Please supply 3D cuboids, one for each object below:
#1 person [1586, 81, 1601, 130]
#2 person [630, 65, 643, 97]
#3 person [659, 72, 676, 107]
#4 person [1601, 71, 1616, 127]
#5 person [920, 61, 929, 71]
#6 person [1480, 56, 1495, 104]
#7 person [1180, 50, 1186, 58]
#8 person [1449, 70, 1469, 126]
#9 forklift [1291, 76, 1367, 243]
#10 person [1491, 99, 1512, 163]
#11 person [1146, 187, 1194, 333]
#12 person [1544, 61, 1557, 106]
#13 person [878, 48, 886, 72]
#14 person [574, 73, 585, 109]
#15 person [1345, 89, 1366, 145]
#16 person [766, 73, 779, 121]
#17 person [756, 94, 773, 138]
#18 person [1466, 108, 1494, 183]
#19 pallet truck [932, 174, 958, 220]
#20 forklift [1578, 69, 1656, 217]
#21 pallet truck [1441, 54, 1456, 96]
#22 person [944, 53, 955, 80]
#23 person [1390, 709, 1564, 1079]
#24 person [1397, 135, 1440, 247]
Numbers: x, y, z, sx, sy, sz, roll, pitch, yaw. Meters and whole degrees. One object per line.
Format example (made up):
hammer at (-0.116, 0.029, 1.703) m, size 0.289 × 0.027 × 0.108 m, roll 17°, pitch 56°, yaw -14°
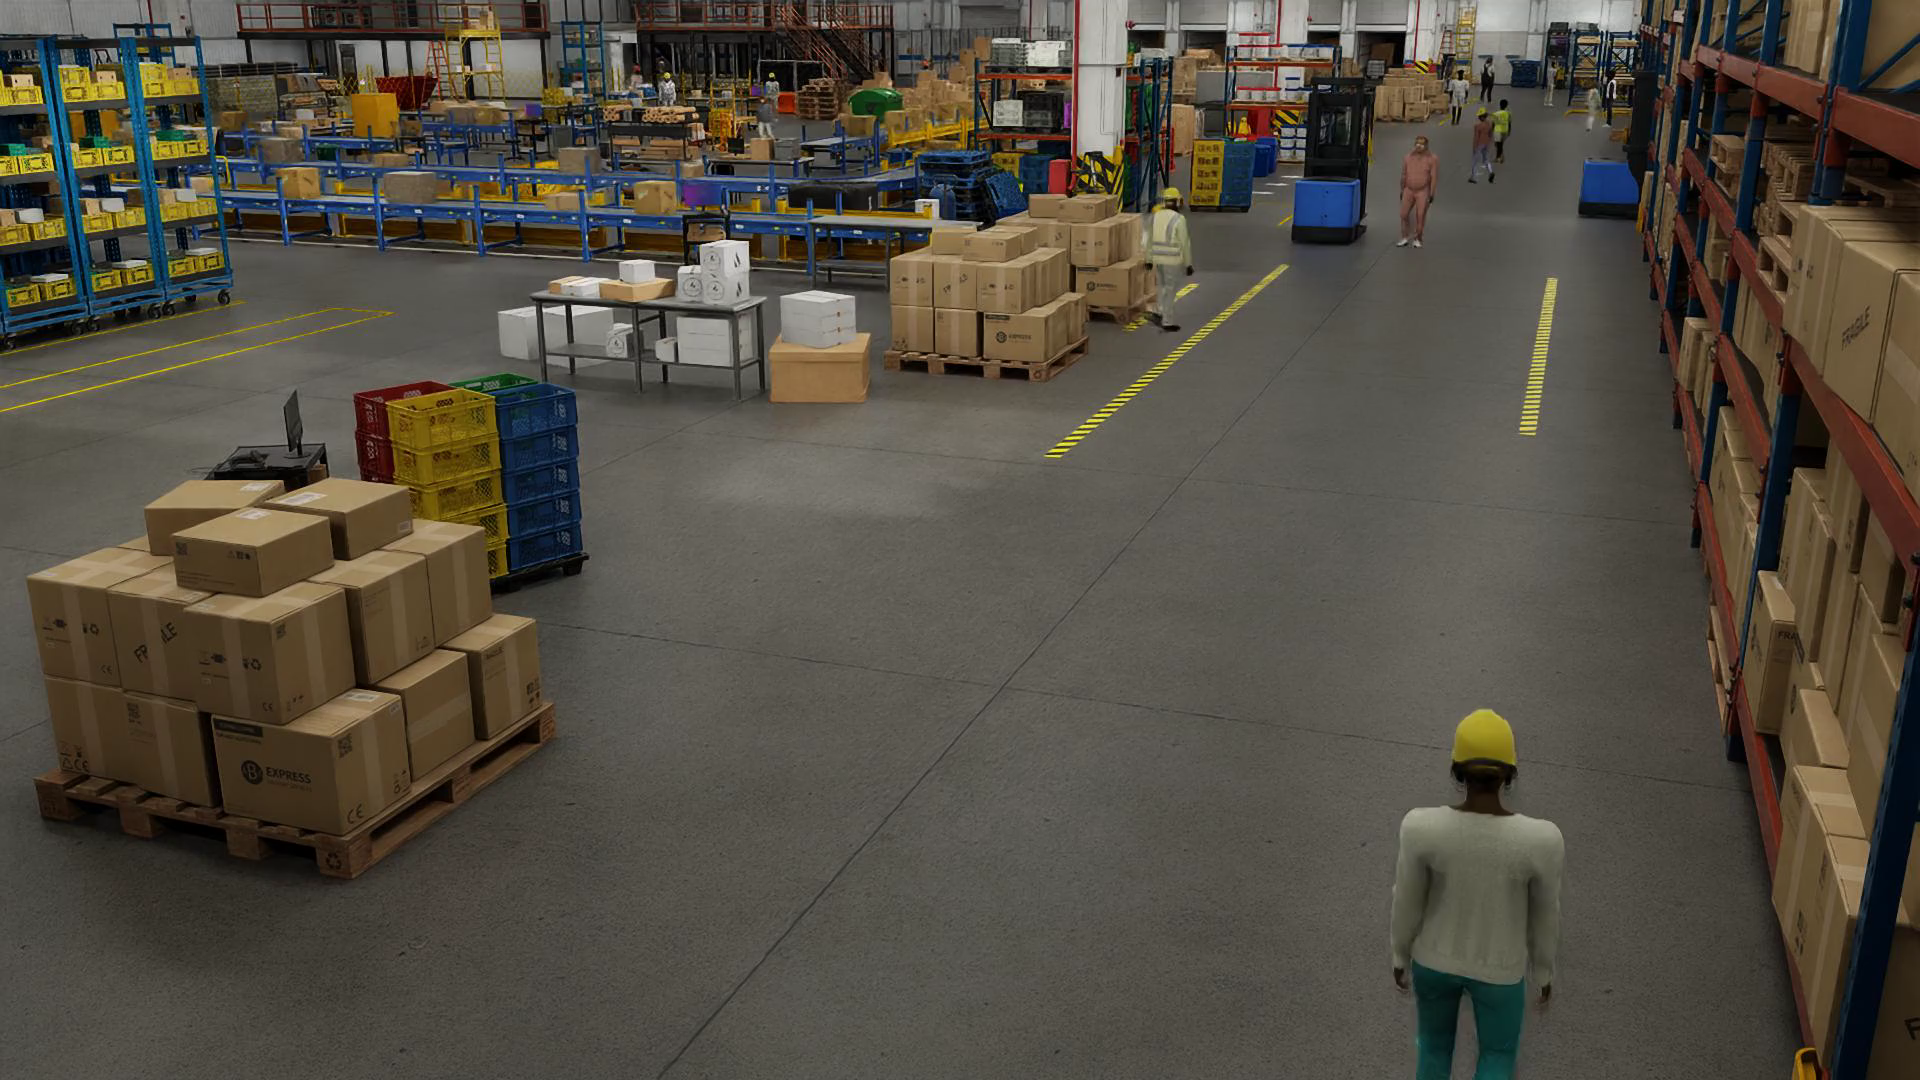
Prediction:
person at (21.572, -14.759, 56.580) m, size 0.537 × 1.623 × 0.535 m, roll -2°, pitch 18°, yaw -8°
person at (-12.120, -16.808, 62.424) m, size 0.672 × 1.979 × 0.634 m, roll 10°, pitch 20°, yaw 30°
person at (-10.429, -15.739, 59.332) m, size 0.595 × 1.824 × 0.404 m, roll -8°, pitch 19°, yaw -23°
person at (22.804, -15.462, 58.307) m, size 0.377 × 1.921 × 0.604 m, roll 6°, pitch 19°, yaw 18°
person at (-1.402, -18.983, 69.360) m, size 0.657 × 1.913 × 0.547 m, roll 14°, pitch 22°, yaw 36°
person at (23.182, -20.182, 72.931) m, size 0.536 × 2.000 × 0.687 m, roll -13°, pitch 22°, yaw -36°
person at (12.322, -26.304, 92.503) m, size 0.524 × 1.844 × 0.820 m, roll -16°, pitch 23°, yaw -40°
person at (17.610, -15.605, 58.740) m, size 0.634 × 1.915 × 0.974 m, roll 6°, pitch 18°, yaw 17°
forklift at (6.598, -6.755, 29.381) m, size 1.129 × 2.768 × 1.873 m, roll 6°, pitch 19°, yaw 19°
person at (14.452, -10.891, 44.345) m, size 0.537 × 1.673 × 0.758 m, roll -3°, pitch 18°, yaw -8°
person at (2.652, -3.524, 20.966) m, size 0.425 × 1.806 × 0.649 m, roll -12°, pitch 21°, yaw -32°
person at (25.300, -19.523, 71.165) m, size 0.329 × 1.861 × 0.505 m, roll -8°, pitch 19°, yaw -23°
person at (-4.489, -27.338, 95.732) m, size 0.504 × 1.847 × 0.345 m, roll -11°, pitch 21°, yaw -31°
person at (-13.043, -15.150, 57.311) m, size 0.586 × 1.919 × 0.548 m, roll 8°, pitch 19°, yaw 24°
person at (10.343, -10.766, 43.363) m, size 0.637 × 2.031 × 0.527 m, roll 10°, pitch 20°, yaw 28°
person at (-6.896, -16.305, 61.234) m, size 0.492 × 1.742 × 0.318 m, roll -2°, pitch 18°, yaw -5°
person at (-5.682, -12.211, 48.605) m, size 0.508 × 1.609 × 0.765 m, roll 4°, pitch 18°, yaw 13°
person at (12.295, -9.271, 39.112) m, size 0.533 × 1.747 × 0.680 m, roll -7°, pitch 19°, yaw -21°
pallet truck at (-0.507, -5.292, 27.348) m, size 0.653 × 1.274 × 1.630 m, roll 6°, pitch 19°, yaw 19°
forklift at (13.219, -7.740, 32.475) m, size 1.873 × 2.768 × 1.129 m, roll 6°, pitch 19°, yaw 18°
pallet truck at (22.765, -21.886, 78.355) m, size 0.823 × 1.965 × 1.885 m, roll -4°, pitch 18°, yaw -14°
person at (-0.564, -23.800, 84.567) m, size 0.616 × 1.882 × 0.895 m, roll 4°, pitch 18°, yaw 12°
person at (1.680, 1.424, 5.513) m, size 0.539 × 1.747 × 0.533 m, roll 7°, pitch 19°, yaw 21°
person at (7.812, -5.947, 28.450) m, size 0.669 × 1.886 × 0.615 m, roll 12°, pitch 21°, yaw 32°
